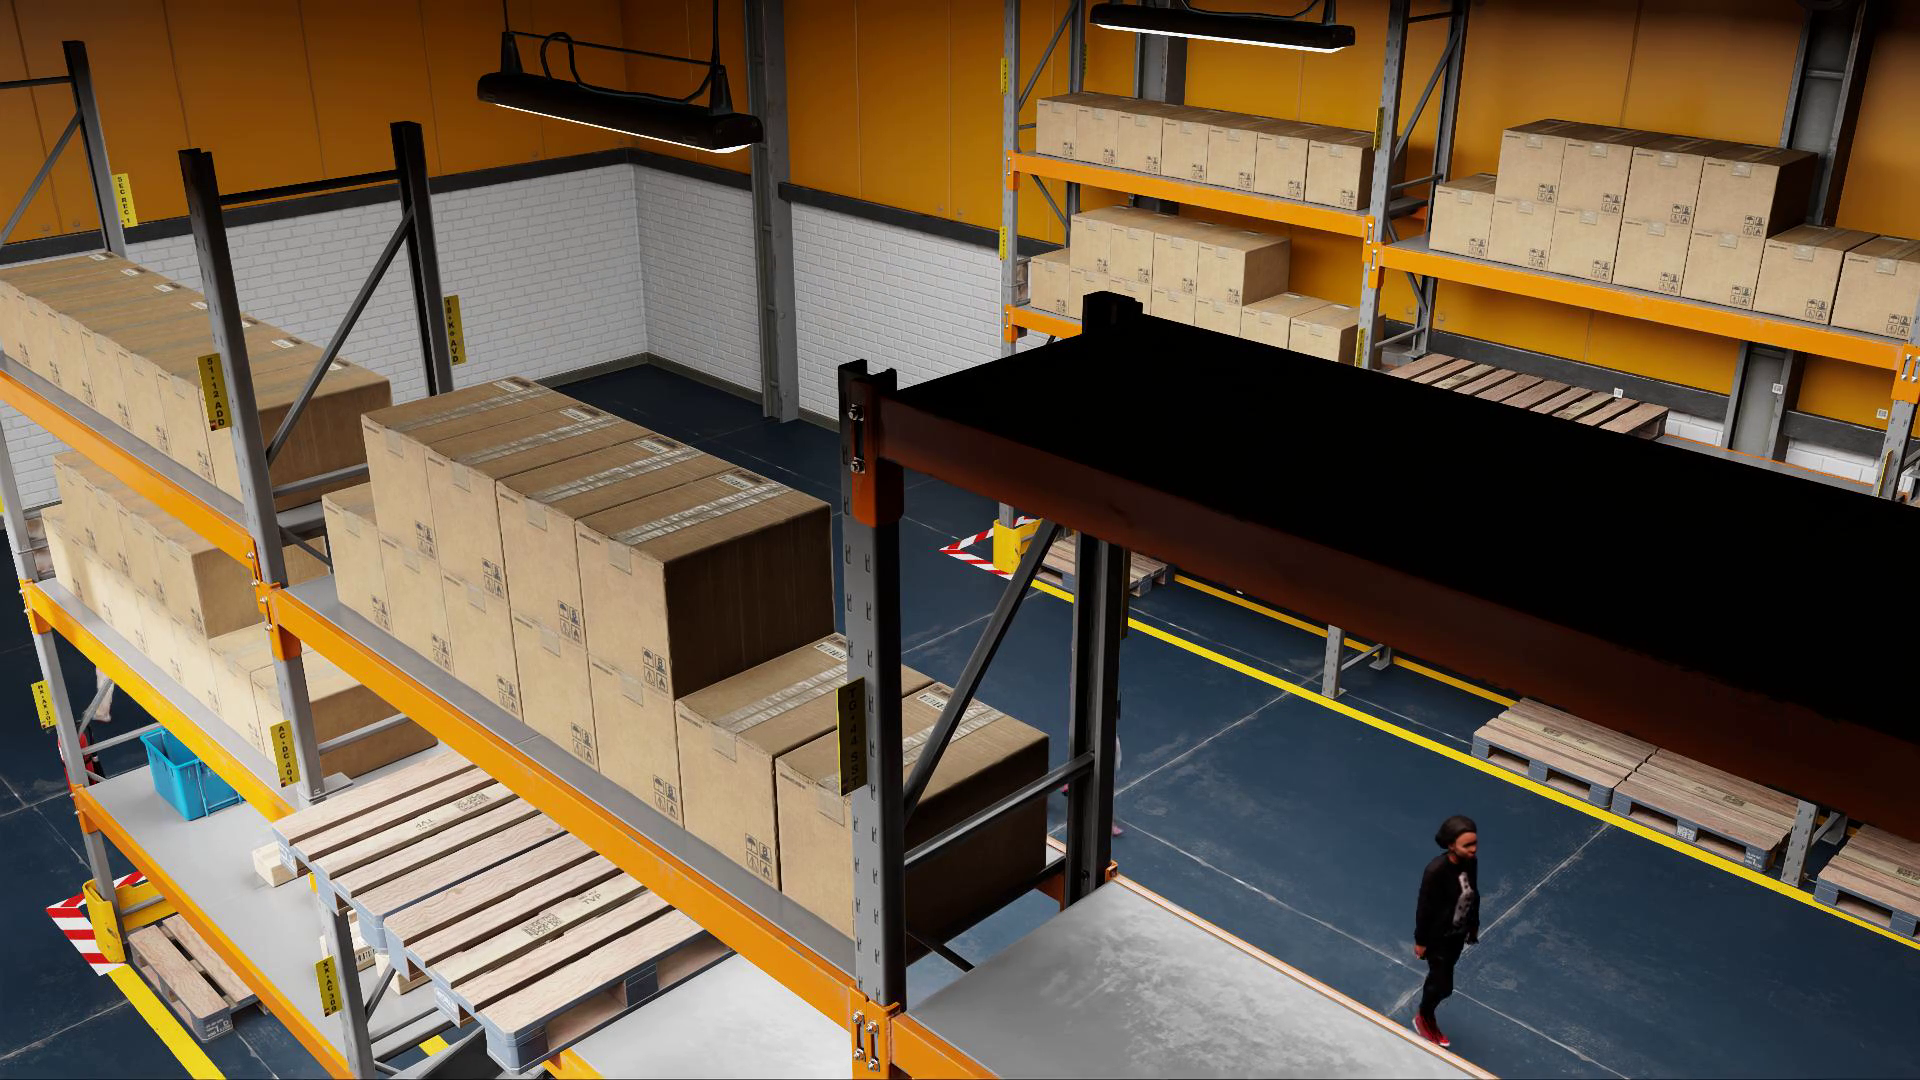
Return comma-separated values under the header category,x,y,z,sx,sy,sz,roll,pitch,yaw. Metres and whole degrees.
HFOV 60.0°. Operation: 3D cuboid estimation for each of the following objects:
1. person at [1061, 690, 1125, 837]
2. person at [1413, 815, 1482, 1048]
category,x,y,z,sx,sy,sz,roll,pitch,yaw
person,1.019,1.500,12.628,0.867,1.596,0.751,10,26,22
person,2.978,2.420,10.437,0.661,1.665,0.631,-14,27,-29
